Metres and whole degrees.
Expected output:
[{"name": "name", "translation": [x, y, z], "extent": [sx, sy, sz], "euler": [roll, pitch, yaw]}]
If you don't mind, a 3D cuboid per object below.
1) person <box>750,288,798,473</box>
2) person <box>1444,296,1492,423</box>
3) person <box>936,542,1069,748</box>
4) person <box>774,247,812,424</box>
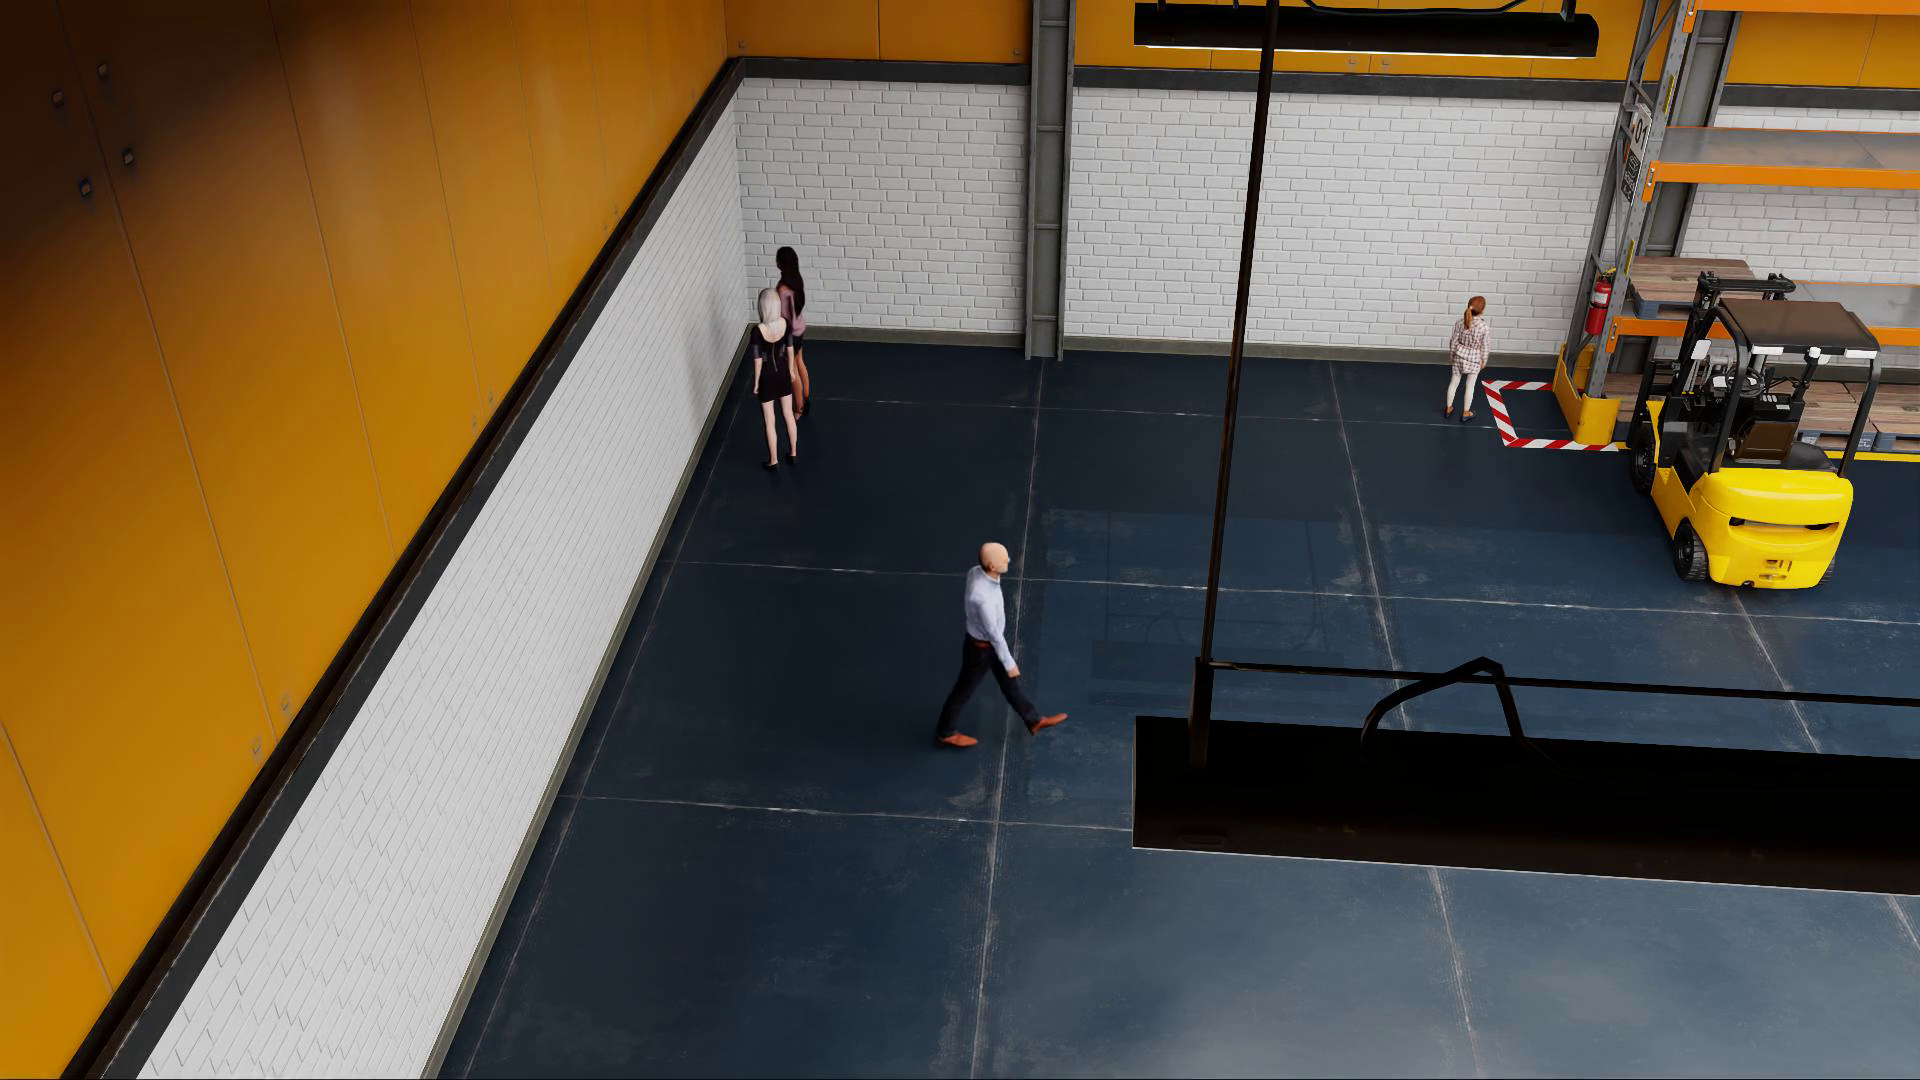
[{"name": "person", "translation": [-1.705, -1.471, 15.232], "extent": [0.636, 1.830, 0.717], "euler": [-21, 39, -29]}, {"name": "person", "translation": [4.925, -1.772, 16.153], "extent": [0.582, 1.312, 0.678], "euler": [21, 39, 28]}, {"name": "person", "translation": [0.081, 0.802, 11.892], "extent": [1.181, 1.740, 0.652], "euler": [2, 34, 3]}, {"name": "person", "translation": [-1.613, -1.967, 15.995], "extent": [0.583, 1.811, 0.662], "euler": [9, 35, 13]}]
